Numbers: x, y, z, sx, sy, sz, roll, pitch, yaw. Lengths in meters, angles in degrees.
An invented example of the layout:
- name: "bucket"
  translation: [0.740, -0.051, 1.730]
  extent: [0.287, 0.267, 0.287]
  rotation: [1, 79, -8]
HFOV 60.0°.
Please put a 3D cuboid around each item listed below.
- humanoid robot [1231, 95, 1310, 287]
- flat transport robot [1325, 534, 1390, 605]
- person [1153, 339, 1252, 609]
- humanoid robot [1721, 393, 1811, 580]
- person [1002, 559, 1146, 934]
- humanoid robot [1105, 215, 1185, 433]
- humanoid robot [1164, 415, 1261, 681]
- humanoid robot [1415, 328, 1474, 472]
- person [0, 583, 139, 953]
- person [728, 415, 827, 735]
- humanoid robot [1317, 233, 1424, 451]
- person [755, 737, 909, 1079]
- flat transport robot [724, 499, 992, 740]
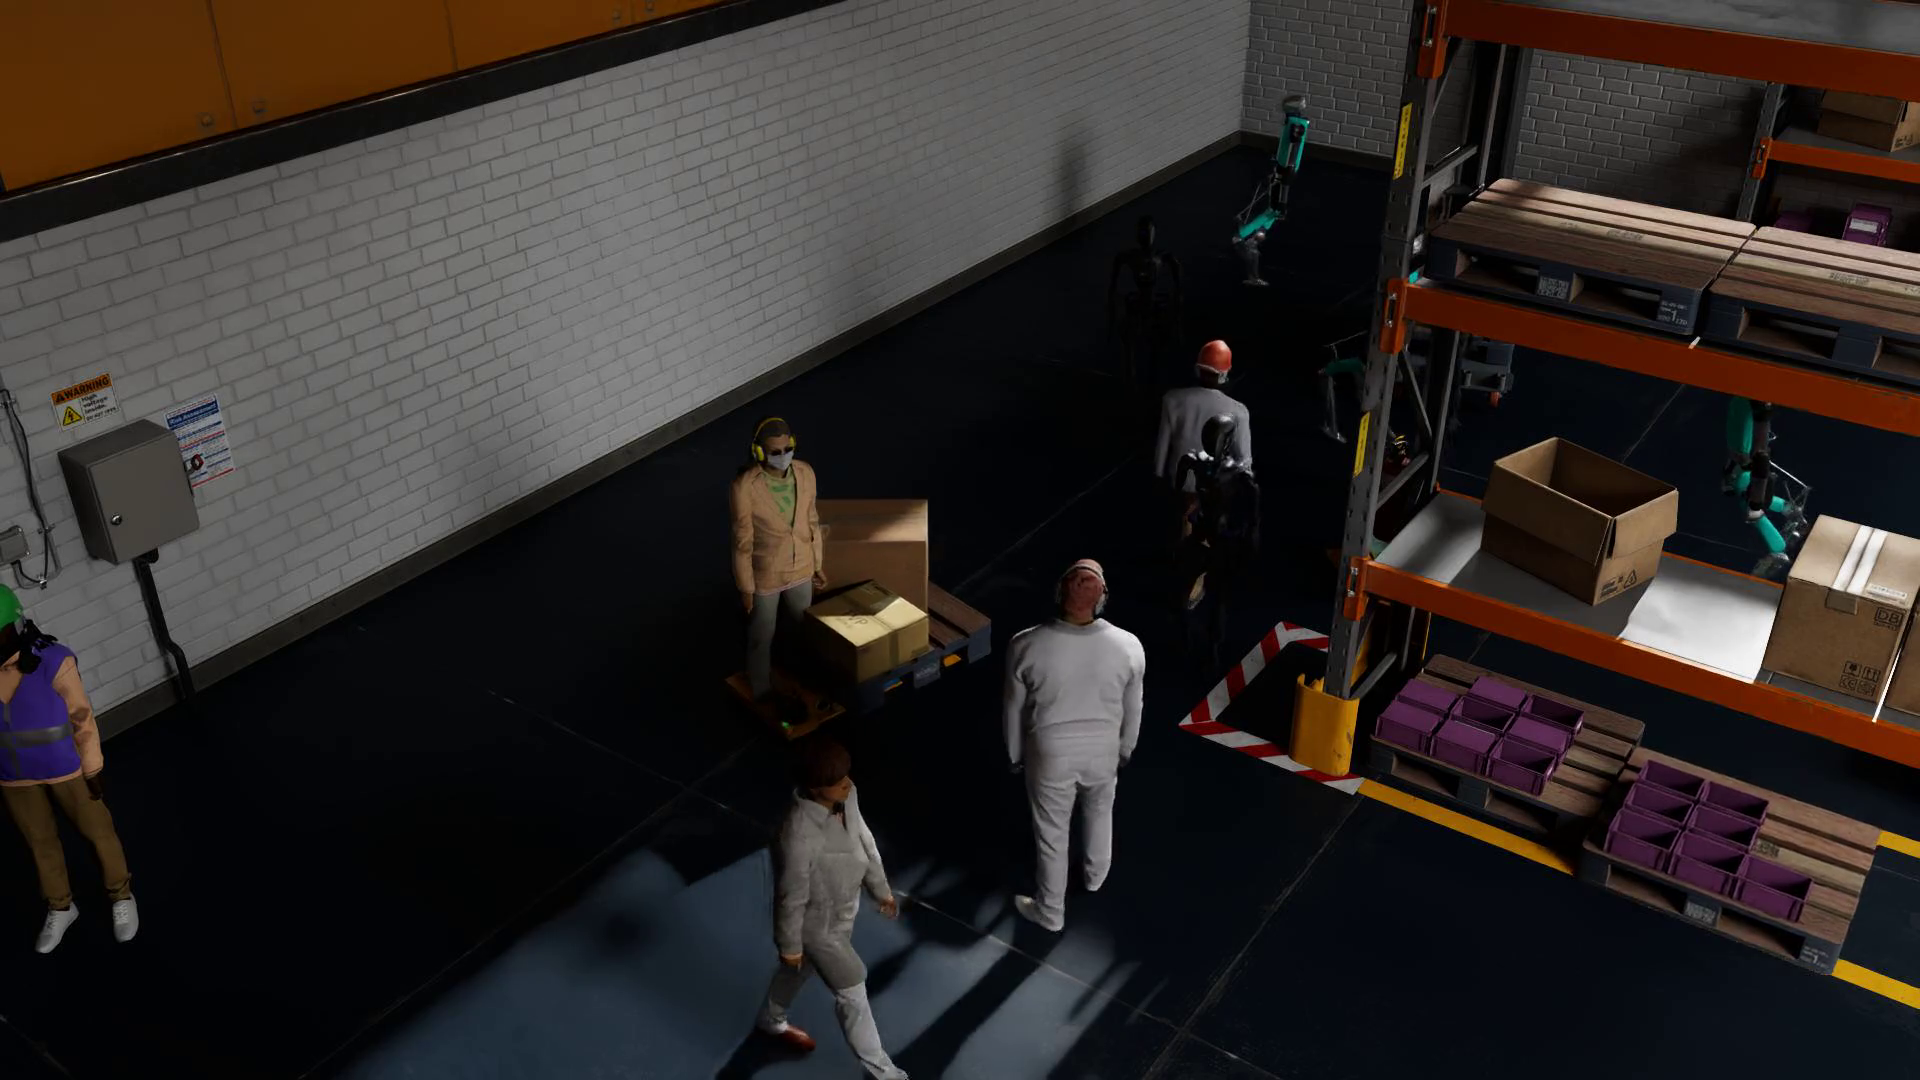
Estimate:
- name: "humanoid robot"
  translation: [2.709, -3.041, 14.966]
  extent: [0.715, 1.904, 0.541]
  rotation: [3, 30, 5]
- name: "flat transport robot"
  translation: [3.173, 0.132, 10.811]
  extent: [1.431, 0.231, 0.659]
  rotation: [-6, 31, -11]
- name: "person"
  translation: [1.551, -0.464, 10.389]
  extent: [0.589, 1.712, 0.798]
  rotation: [15, 33, 24]
- name: "humanoid robot"
  translation: [4.977, -0.338, 10.157]
  extent: [0.839, 1.758, 0.540]
  rotation: [1, 30, 2]
- name: "person"
  translation: [0.516, 0.961, 7.769]
  extent: [0.644, 1.880, 0.570]
  rotation: [-4, 30, -6]
- name: "humanoid robot"
  translation: [1.411, -1.670, 12.594]
  extent: [0.611, 1.646, 0.779]
  rotation: [5, 30, 9]
- name: "humanoid robot"
  translation: [1.458, 0.046, 9.548]
  extent: [0.612, 1.655, 0.312]
  rotation: [20, 36, 31]
- name: "humanoid robot"
  translation: [3.263, -0.965, 11.301]
  extent: [0.306, 1.646, 0.609]
  rotation: [0, 30, 0]
- name: "person"
  translation: [-4.189, 1.025, 7.596]
  extent: [0.533, 1.933, 0.409]
  rotation: [-6, 30, -10]
- name: "person"
  translation: [-1.003, 0.169, 9.140]
  extent: [0.552, 1.877, 0.409]
  rotation: [-21, 36, -31]
- name: "humanoid robot"
  translation: [2.961, -1.451, 12.088]
  extent: [0.532, 1.754, 0.901]
  rotation: [-24, 38, -35]
- name: "person"
  translation: [-0.521, 1.544, 6.855]
  extent: [0.941, 1.783, 0.509]
  rotation: [10, 31, 16]
- name: "flat transport robot"
  translation: [-0.618, 0.698, 9.828]
  extent: [1.431, 0.231, 0.659]
  rotation: [-23, 37, -34]
